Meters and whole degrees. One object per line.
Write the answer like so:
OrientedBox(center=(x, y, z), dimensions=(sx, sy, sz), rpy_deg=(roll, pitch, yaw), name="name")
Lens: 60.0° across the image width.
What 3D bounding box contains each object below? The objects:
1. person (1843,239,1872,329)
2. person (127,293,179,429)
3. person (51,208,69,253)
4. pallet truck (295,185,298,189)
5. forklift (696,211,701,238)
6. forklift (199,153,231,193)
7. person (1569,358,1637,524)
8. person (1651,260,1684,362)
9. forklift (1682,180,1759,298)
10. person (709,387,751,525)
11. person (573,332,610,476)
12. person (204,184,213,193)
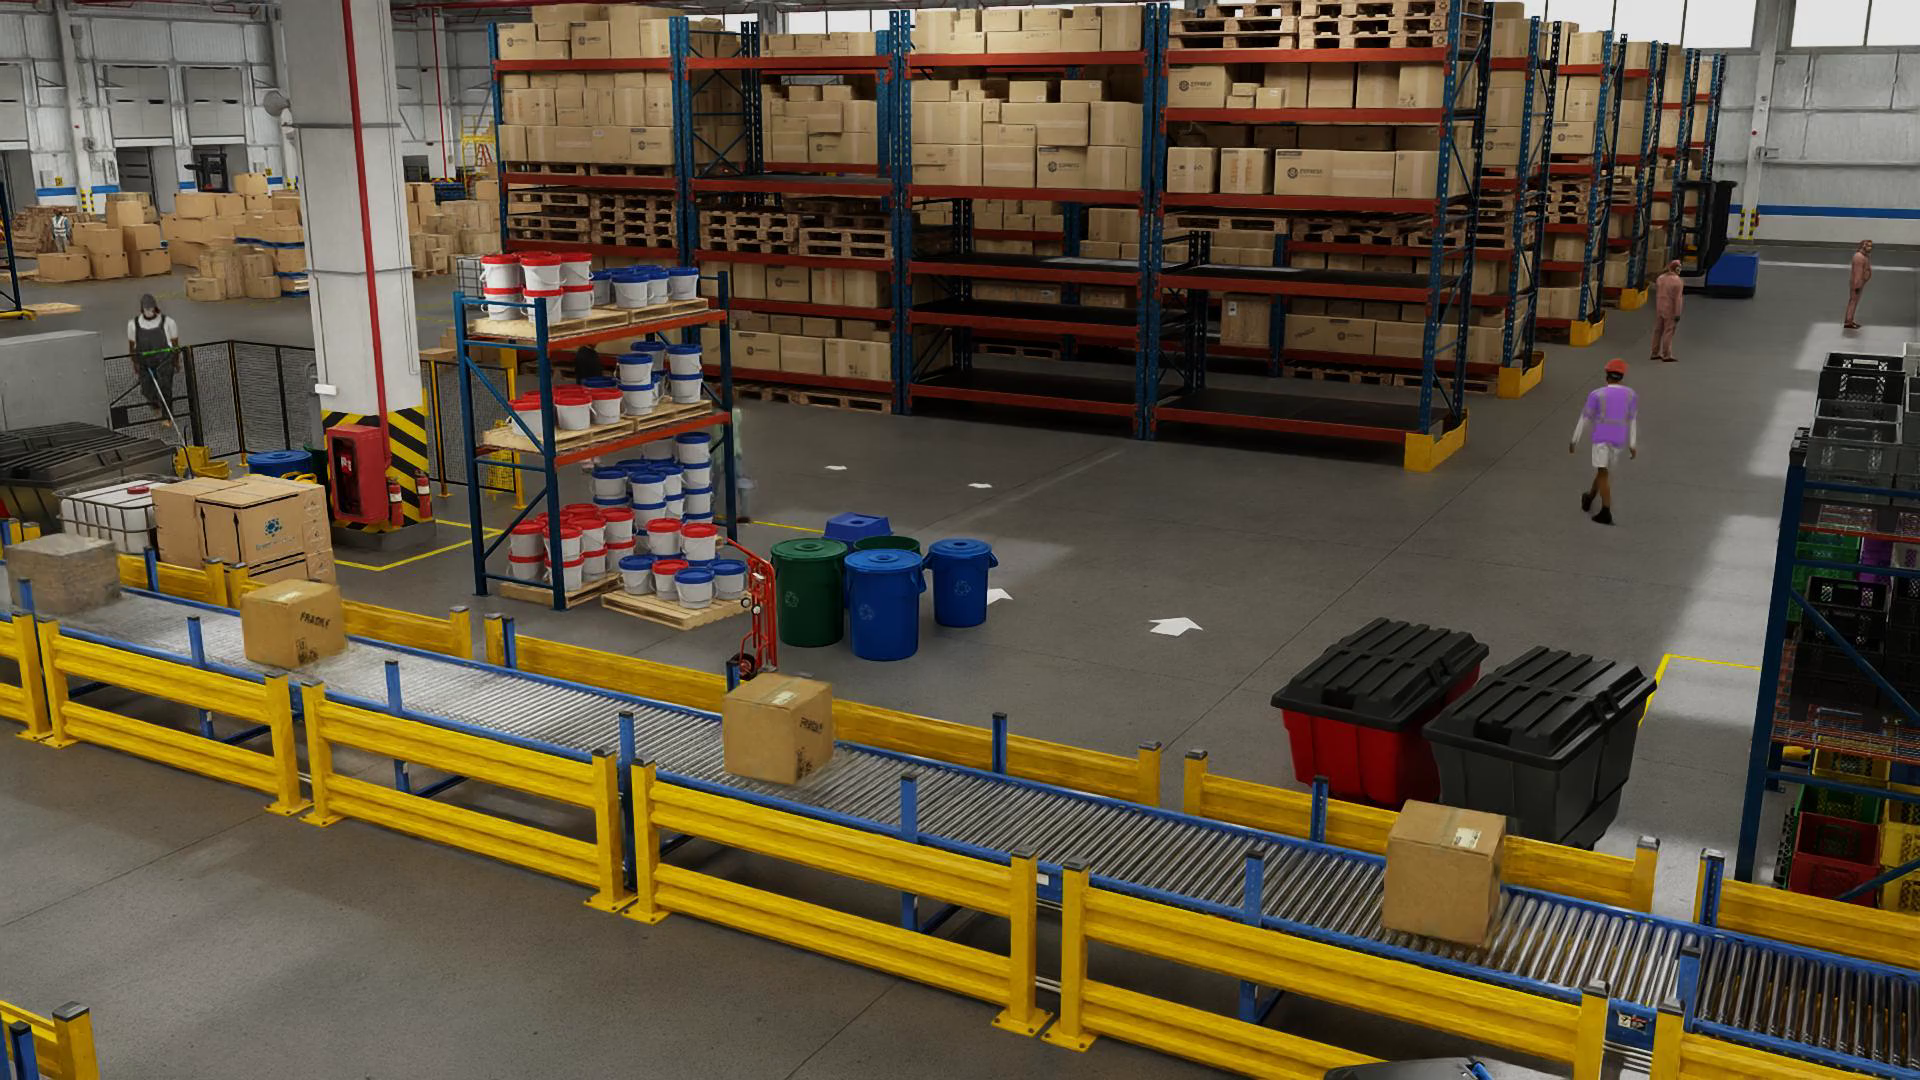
OrientedBox(center=(19.245, -5.476, 35.580), dimensions=(0.397, 1.900, 0.644), rpy_deg=(9, 17, 30), name="person")
OrientedBox(center=(-12.017, -2.695, 24.840), dimensions=(0.691, 2.000, 0.662), rpy_deg=(-4, 15, -15), name="person")
OrientedBox(center=(-26.787, -9.065, 49.556), dimensions=(0.511, 1.641, 0.308), rpy_deg=(1, 15, 3), name="person")
OrientedBox(center=(-26.804, -14.617, 69.738), dimensions=(1.885, 1.965, 0.823), rpy_deg=(-14, 20, -42), name="pallet truck")
OrientedBox(center=(-5.224, -5.039, 32.041), dimensions=(1.873, 2.768, 1.129), rpy_deg=(8, 17, 28), name="forklift")
OrientedBox(center=(-27.440, -12.865, 61.464), dimensions=(1.873, 2.768, 1.129), rpy_deg=(8, 17, 28), name="forklift")
OrientedBox(center=(7.504, -1.178, 19.445), dimensions=(0.676, 1.869, 0.995), rpy_deg=(0, 15, -1), name="person")
OrientedBox(center=(13.256, -4.280, 31.078), dimensions=(0.400, 1.901, 0.645), rpy_deg=(-5, 16, -18), name="person")
OrientedBox(center=(18.798, -7.470, 41.182), dimensions=(1.873, 2.768, 1.129), rpy_deg=(8, 17, 28), name="forklift")
OrientedBox(center=(-2.753, -0.988, 19.283), dimensions=(0.836, 1.593, 0.515), rpy_deg=(11, 19, 37), name="person")
OrientedBox(center=(-4.820, -1.844, 21.746), dimensions=(0.389, 1.986, 0.608), rpy_deg=(2, 15, 7), name="person")
OrientedBox(center=(-26.272, -11.496, 58.183), dimensions=(0.942, 1.898, 0.577), rpy_deg=(-9, 17, -31), name="person")
